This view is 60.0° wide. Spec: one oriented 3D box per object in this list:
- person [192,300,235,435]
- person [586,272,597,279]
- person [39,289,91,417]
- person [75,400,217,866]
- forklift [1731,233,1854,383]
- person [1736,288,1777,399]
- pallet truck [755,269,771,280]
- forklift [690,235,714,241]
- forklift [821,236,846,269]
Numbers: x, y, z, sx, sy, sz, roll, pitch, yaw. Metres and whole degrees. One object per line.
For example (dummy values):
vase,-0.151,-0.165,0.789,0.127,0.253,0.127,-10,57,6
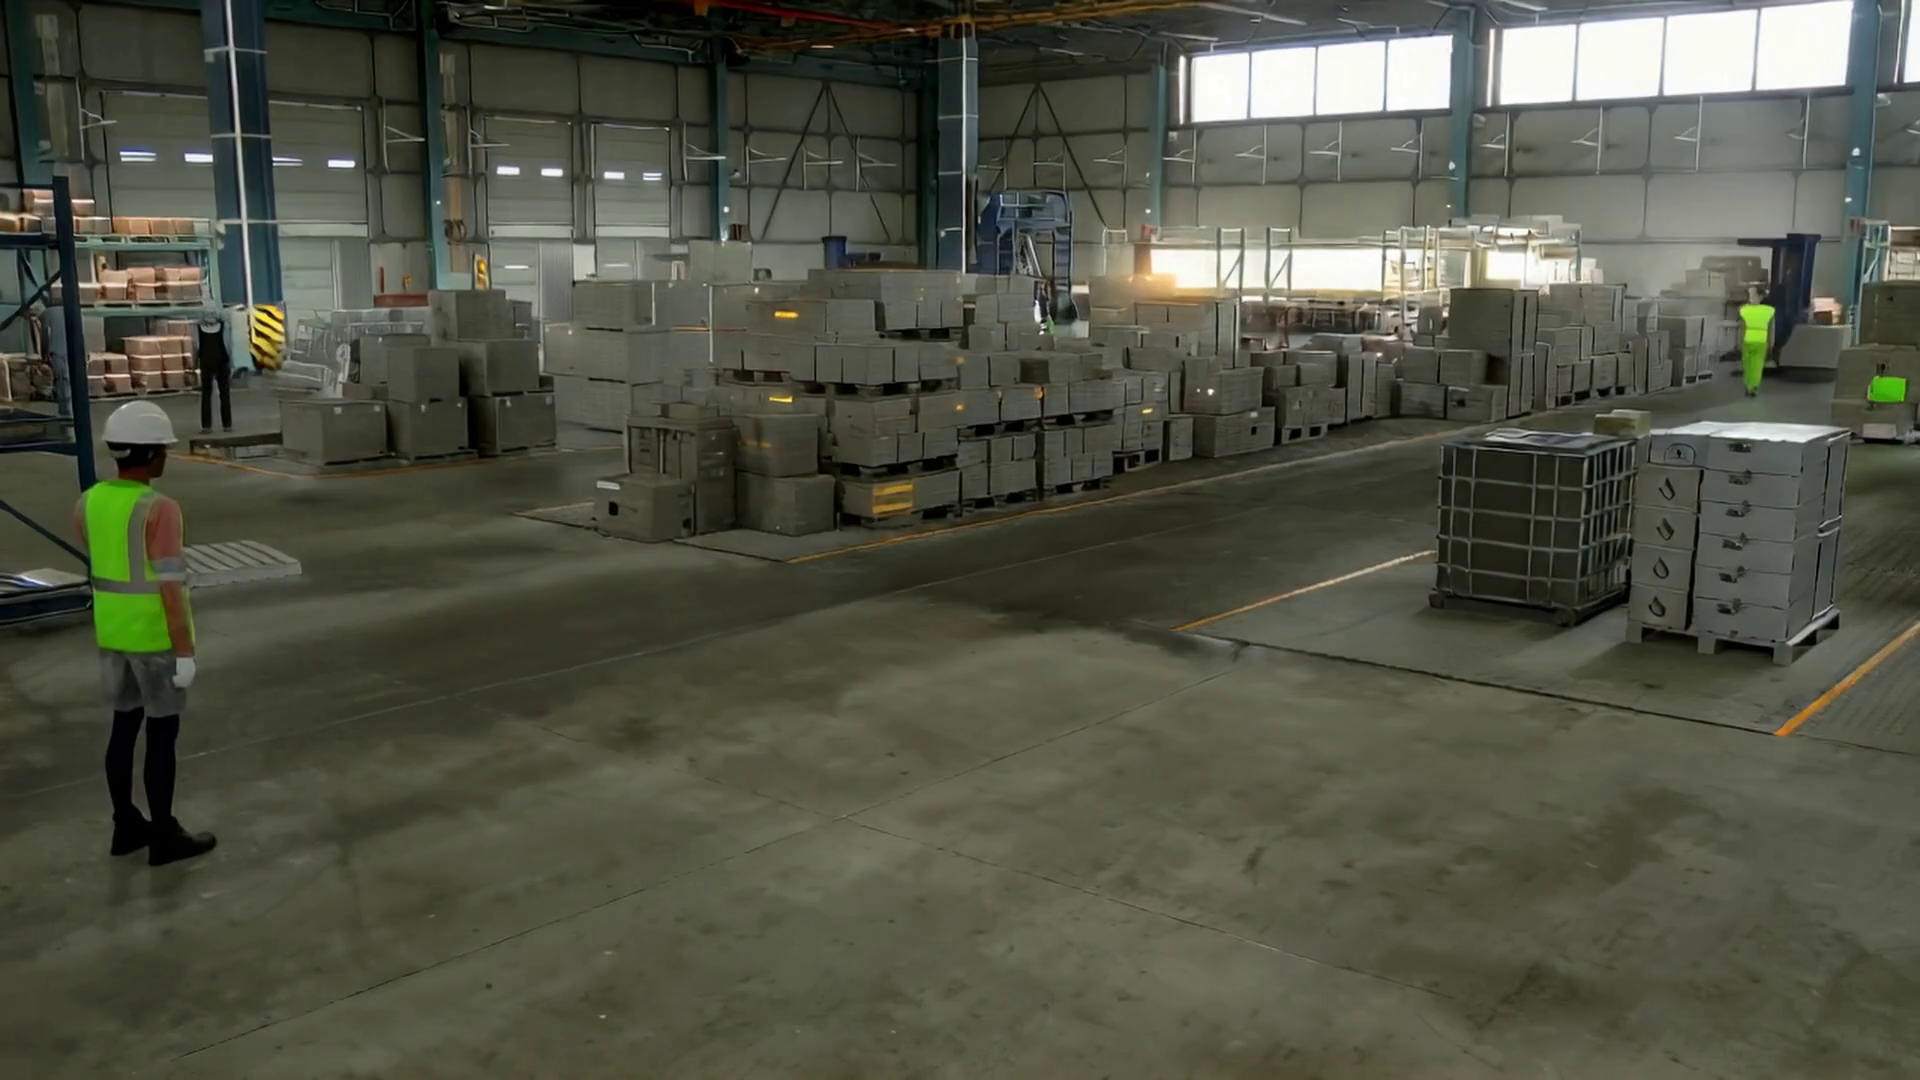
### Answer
person,-10.205,-2.357,22.755,0.507,1.847,0.351,-3,10,-15
person,-9.778,-6.146,44.142,0.884,1.899,0.557,-5,11,-26
person,-13.322,-2.756,24.784,0.627,1.933,0.371,-4,11,-22
person,-3.378,0.385,6.927,0.539,1.930,0.387,5,11,24
forklift,16.027,-4.469,31.837,1.873,2.768,1.129,8,13,40
person,13.610,-3.365,28.425,0.616,1.865,1.021,4,11,21
pallet truck,-4.996,-6.432,45.525,1.885,1.965,0.823,-6,12,-32
forklift,-5.724,-5.367,36.947,1.873,2.768,1.129,-3,10,-18
forklift,-2.995,-5.852,39.712,1.873,2.768,1.129,2,10,12
